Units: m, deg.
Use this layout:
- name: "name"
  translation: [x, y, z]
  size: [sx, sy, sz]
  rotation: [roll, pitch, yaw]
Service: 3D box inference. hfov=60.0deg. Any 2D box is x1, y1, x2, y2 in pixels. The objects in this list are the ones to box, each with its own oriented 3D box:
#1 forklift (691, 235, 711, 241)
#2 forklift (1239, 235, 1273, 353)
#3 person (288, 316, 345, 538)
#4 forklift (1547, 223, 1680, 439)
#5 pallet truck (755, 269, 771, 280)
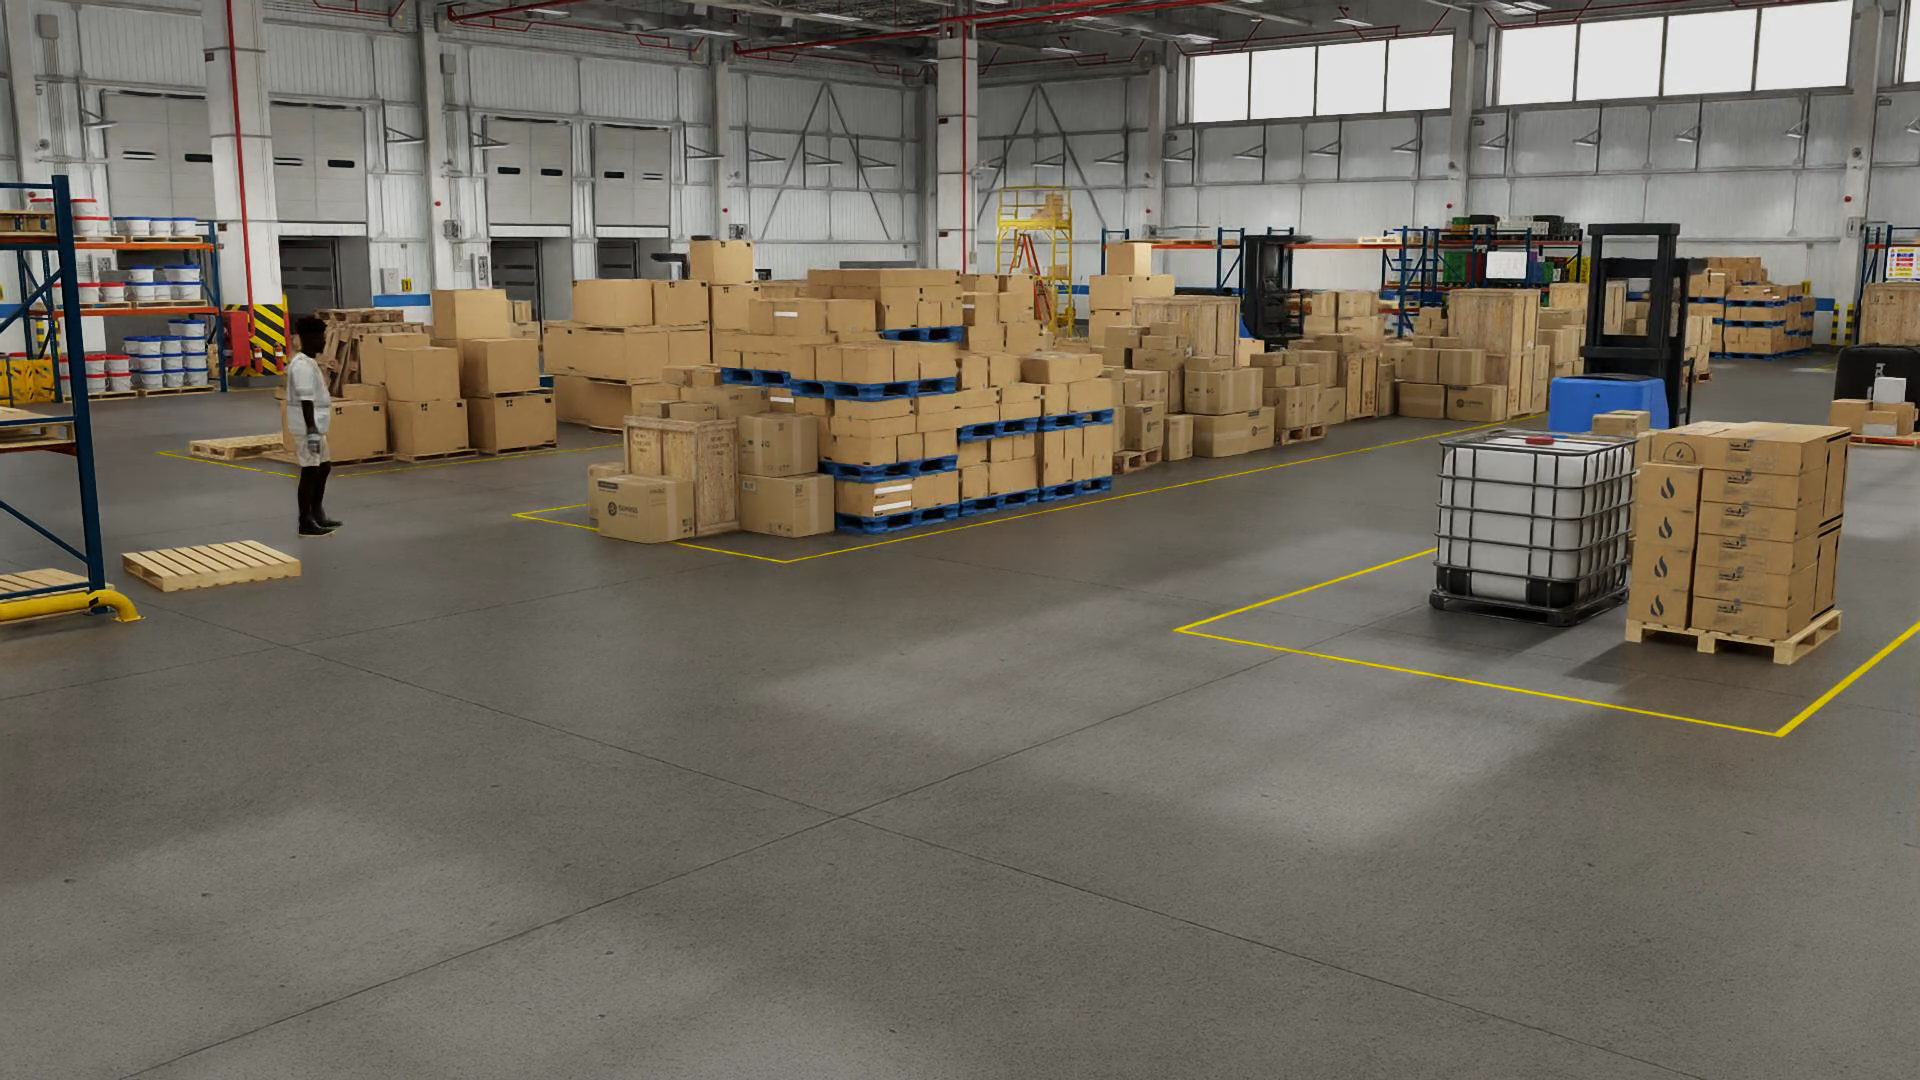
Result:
- name: "forklift"
  translation: [-5.766, -5.368, 36.958]
  size: [1.873, 2.768, 1.129]
  rotation: [-2, 10, -9]
- name: "forklift"
  translation: [6.501, -5.280, 36.457]
  size: [1.873, 2.768, 1.129]
  rotation: [7, 12, 33]
- name: "person"
  translation: [-5.720, -0.996, 14.699]
  size: [0.392, 1.954, 0.616]
  rotation: [-2, 10, -14]
- name: "forklift"
  translation: [7.625, -2.226, 19.067]
  size: [1.129, 2.768, 1.873]
  rotation: [8, 13, 40]
- name: "pallet truck"
  translation: [-4.996, -6.432, 45.525]
  size: [1.885, 1.965, 0.823]
  rotation: [-6, 12, -32]
